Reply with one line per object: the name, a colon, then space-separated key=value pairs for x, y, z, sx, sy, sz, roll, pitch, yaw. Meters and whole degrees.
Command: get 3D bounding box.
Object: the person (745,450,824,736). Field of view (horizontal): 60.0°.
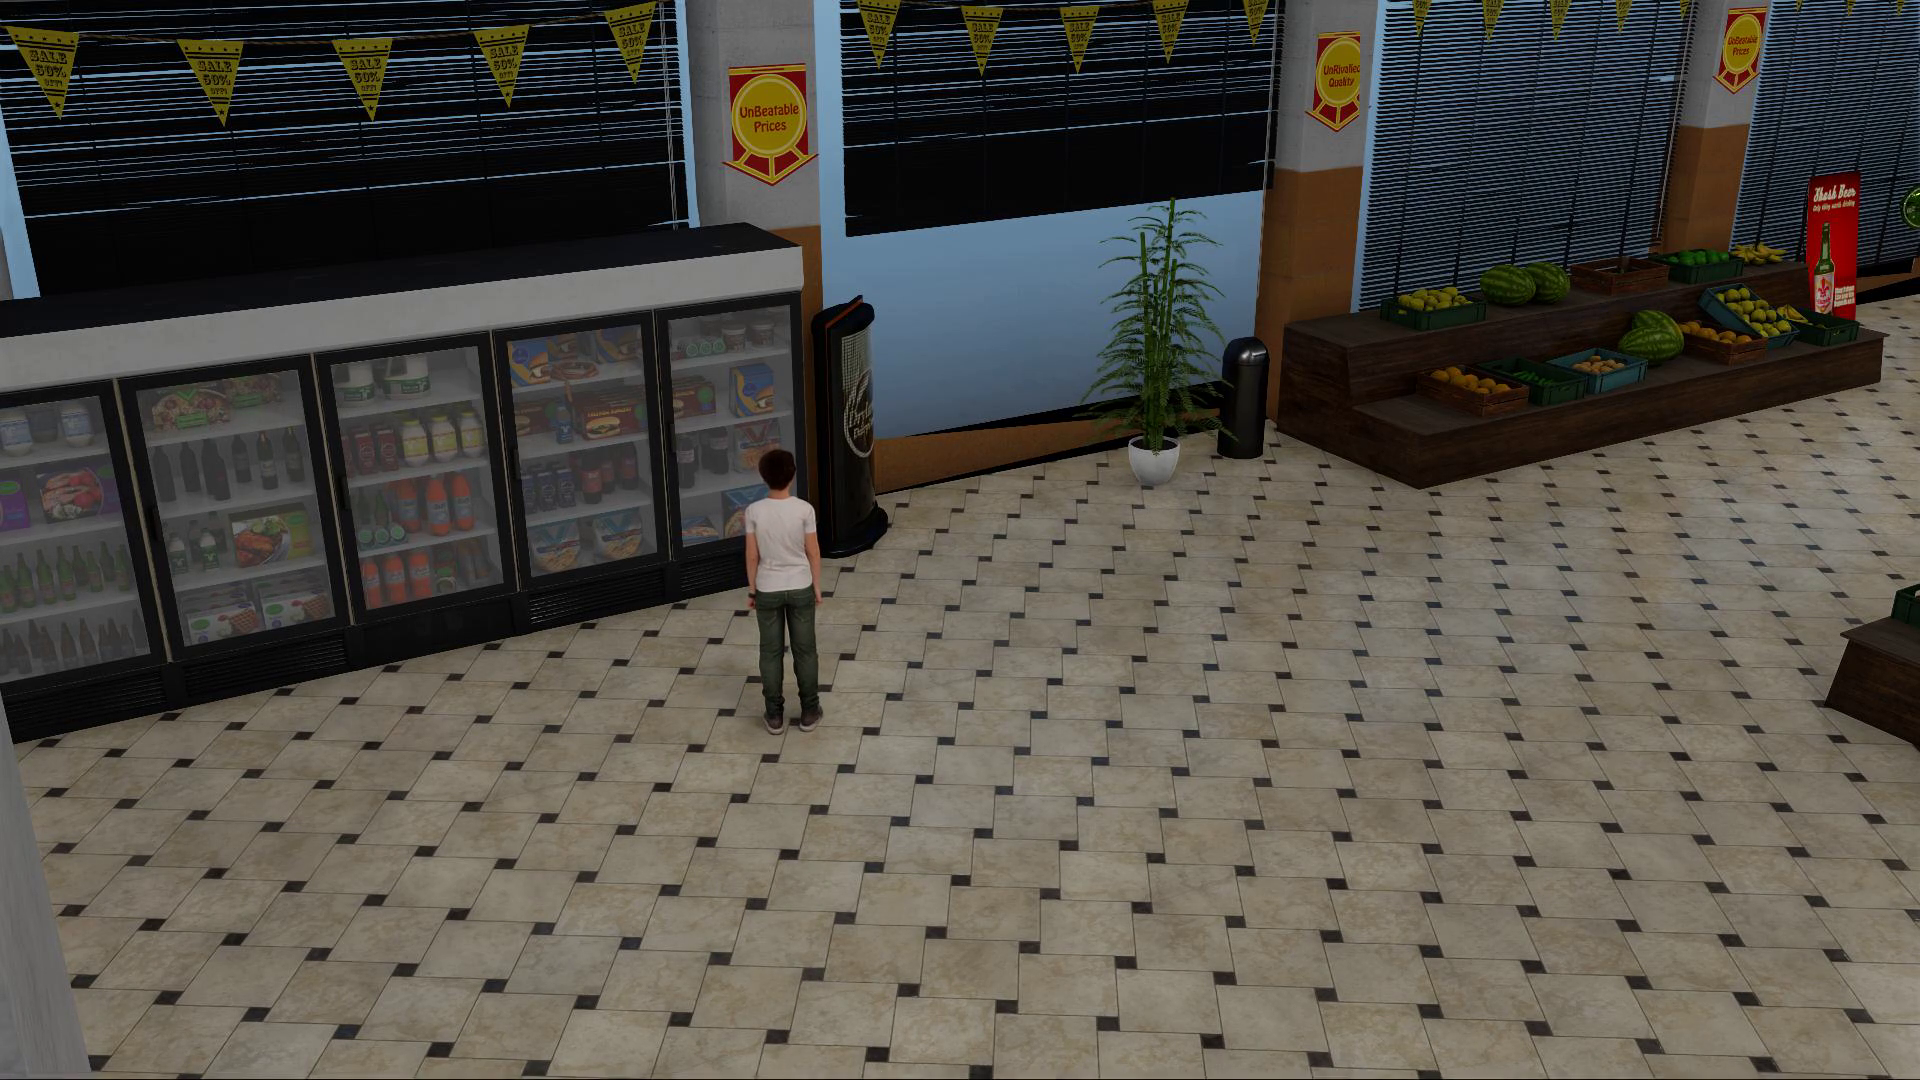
person: x=-0.976 y=0.290 z=9.244 sx=0.600 sy=1.656 sz=0.711 roll=-2 pitch=22 yaw=-5
